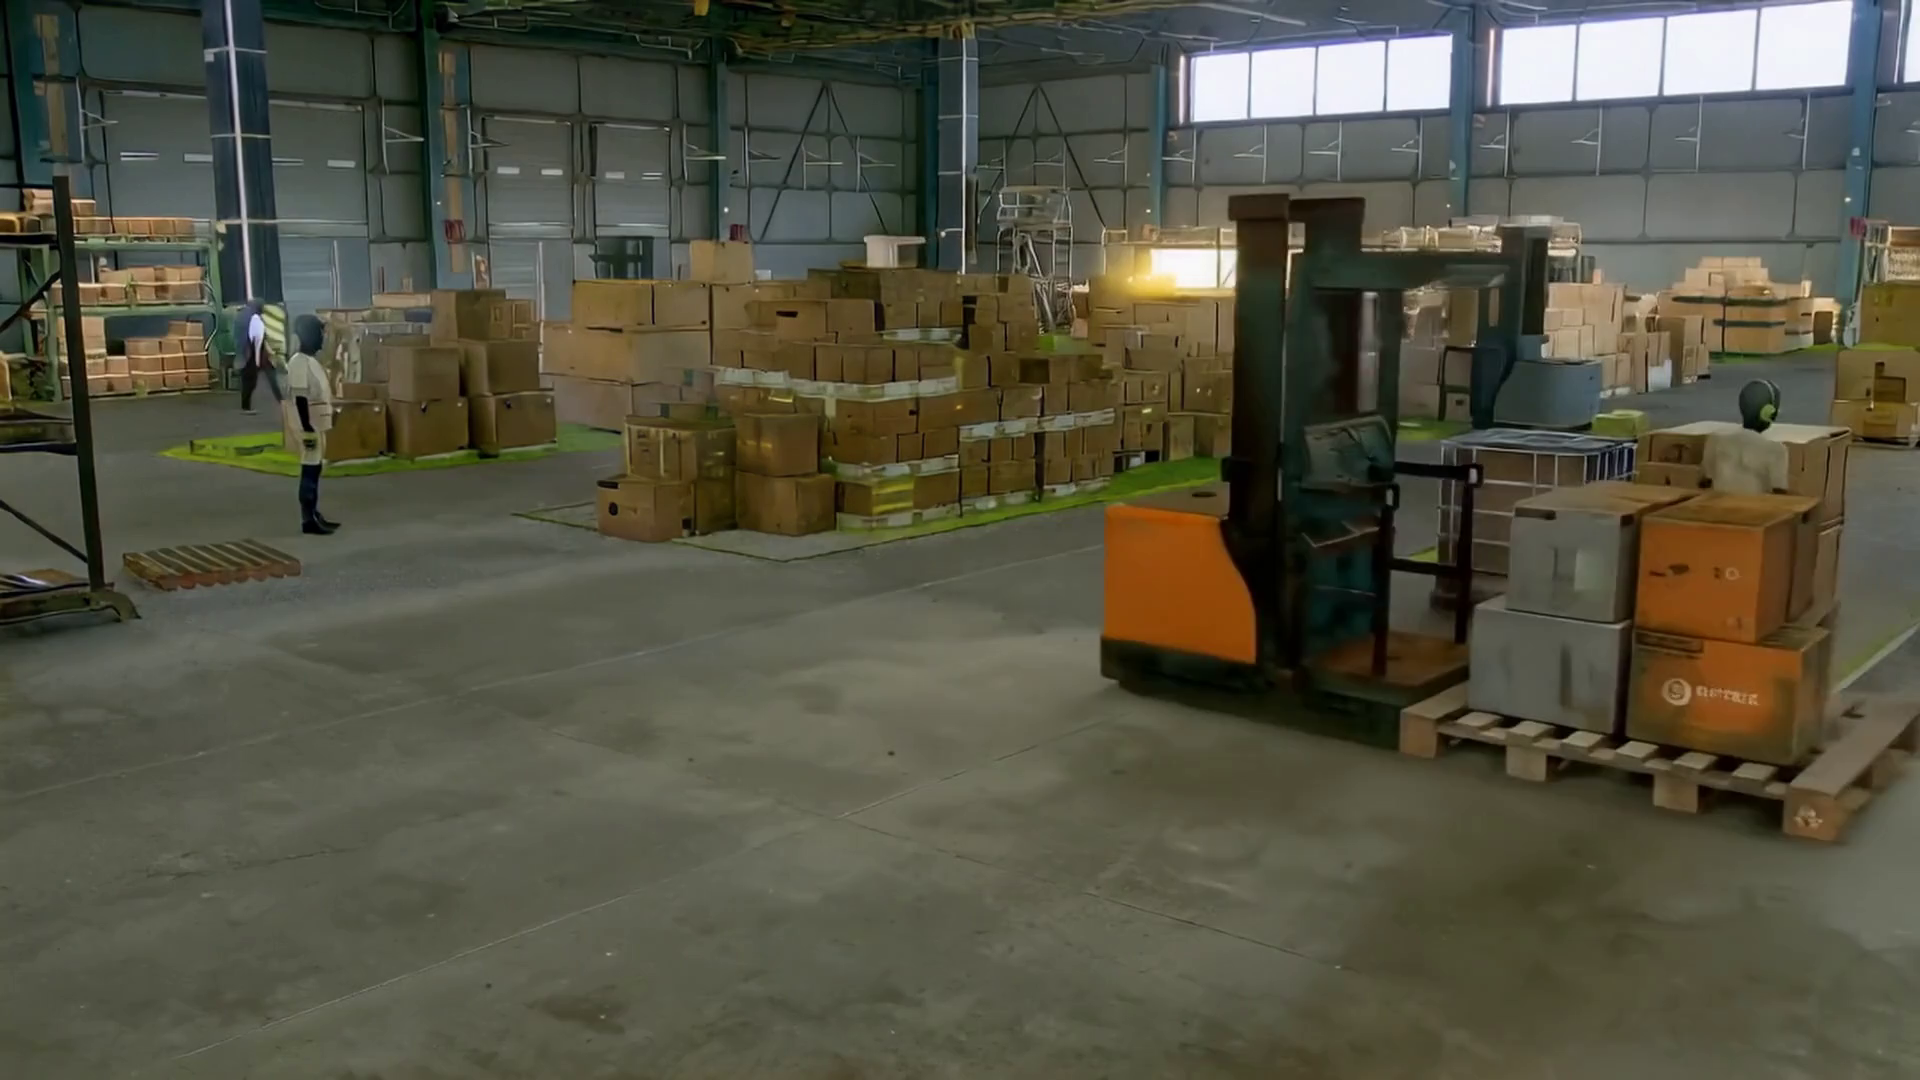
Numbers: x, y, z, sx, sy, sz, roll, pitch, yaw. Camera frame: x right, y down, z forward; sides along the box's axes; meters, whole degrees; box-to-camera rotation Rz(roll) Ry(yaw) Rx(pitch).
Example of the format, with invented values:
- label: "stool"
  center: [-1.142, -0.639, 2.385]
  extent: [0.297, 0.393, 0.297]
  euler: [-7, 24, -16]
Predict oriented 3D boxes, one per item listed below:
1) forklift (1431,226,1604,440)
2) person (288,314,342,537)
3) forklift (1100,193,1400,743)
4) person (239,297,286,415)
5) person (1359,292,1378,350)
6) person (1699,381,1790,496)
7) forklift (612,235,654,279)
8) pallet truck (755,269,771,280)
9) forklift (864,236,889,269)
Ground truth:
- label: "forklift"
  center: [7.339, -2.688, 21.696]
  extent: [1.873, 2.768, 1.129]
  euler: [8, 13, 40]
- label: "person"
  center: [-5.735, -1.008, 14.730]
  extent: [0.361, 1.966, 0.612]
  euler: [-2, 10, -12]
- label: "forklift"
  center: [1.822, -0.499, 9.230]
  extent: [1.873, 2.768, 1.129]
  euler: [8, 13, 40]
- label: "person"
  center: [-10.651, -2.820, 25.525]
  extent: [0.970, 1.795, 0.535]
  euler: [-5, 11, -27]
- label: "person"
  center: [8.875, -4.665, 35.782]
  extent: [1.003, 1.882, 0.651]
  euler: [-1, 10, -4]
- label: "person"
  center: [4.411, 0.007, 9.437]
  extent: [1.021, 1.813, 0.498]
  euler: [-5, 11, -26]
- label: "forklift"
  center: [-7.300, -5.450, 37.421]
  extent: [1.873, 2.768, 1.129]
  euler: [8, 13, 40]
- label: "pallet truck"
  center: [-4.996, -6.432, 45.525]
  extent: [1.885, 1.965, 0.823]
  euler: [-6, 12, -32]
- label: "forklift"
  center: [-1.954, -5.812, 39.481]
  extent: [1.873, 2.768, 1.129]
  euler: [2, 10, 12]
